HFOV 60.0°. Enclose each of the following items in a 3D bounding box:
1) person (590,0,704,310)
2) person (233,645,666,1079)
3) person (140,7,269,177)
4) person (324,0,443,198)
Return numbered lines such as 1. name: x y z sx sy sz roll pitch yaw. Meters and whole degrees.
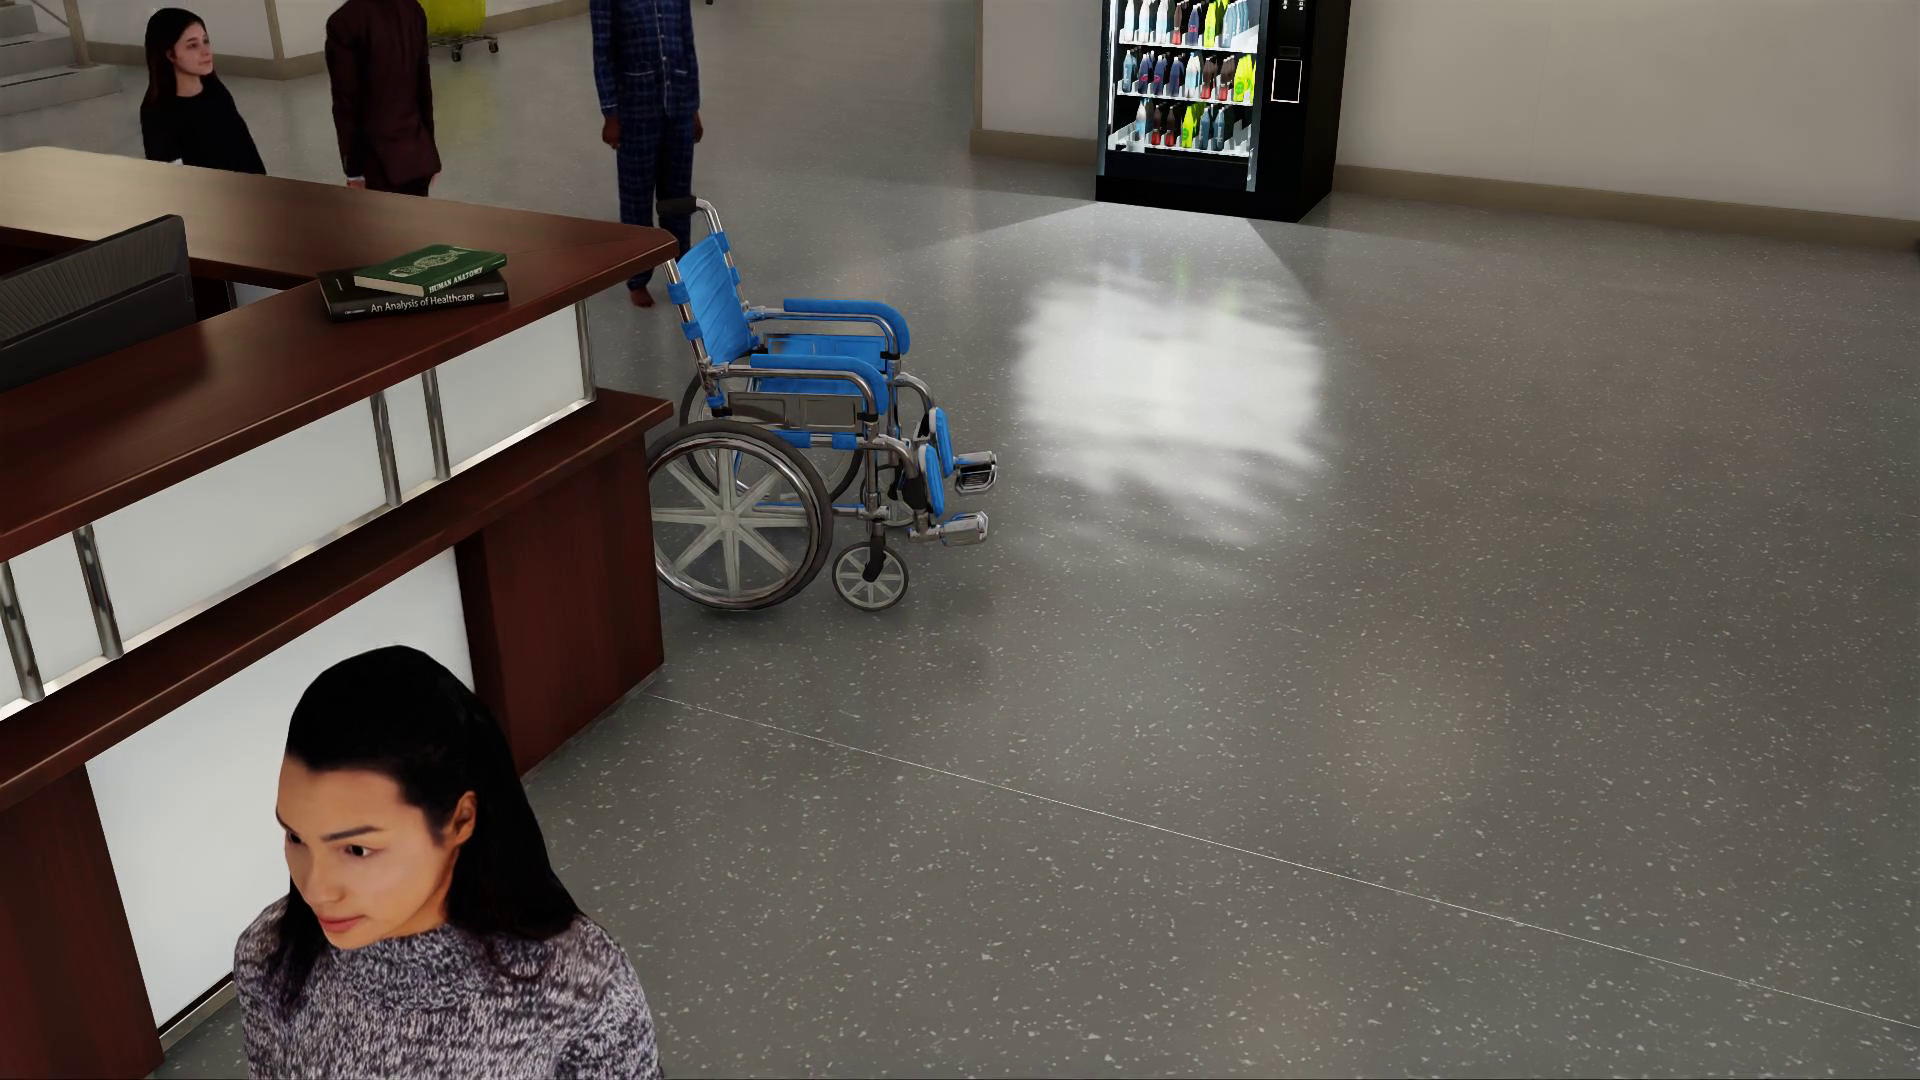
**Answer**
1. person: -1.449 -2.021 7.765 0.775 1.829 0.779 -18 31 -32
2. person: -0.515 0.880 1.863 0.567 1.731 0.738 3 26 7
3. person: -2.806 -1.124 6.148 1.059 1.619 0.781 4 26 9
4. person: -2.241 -1.516 6.691 0.880 1.855 0.666 12 28 23
